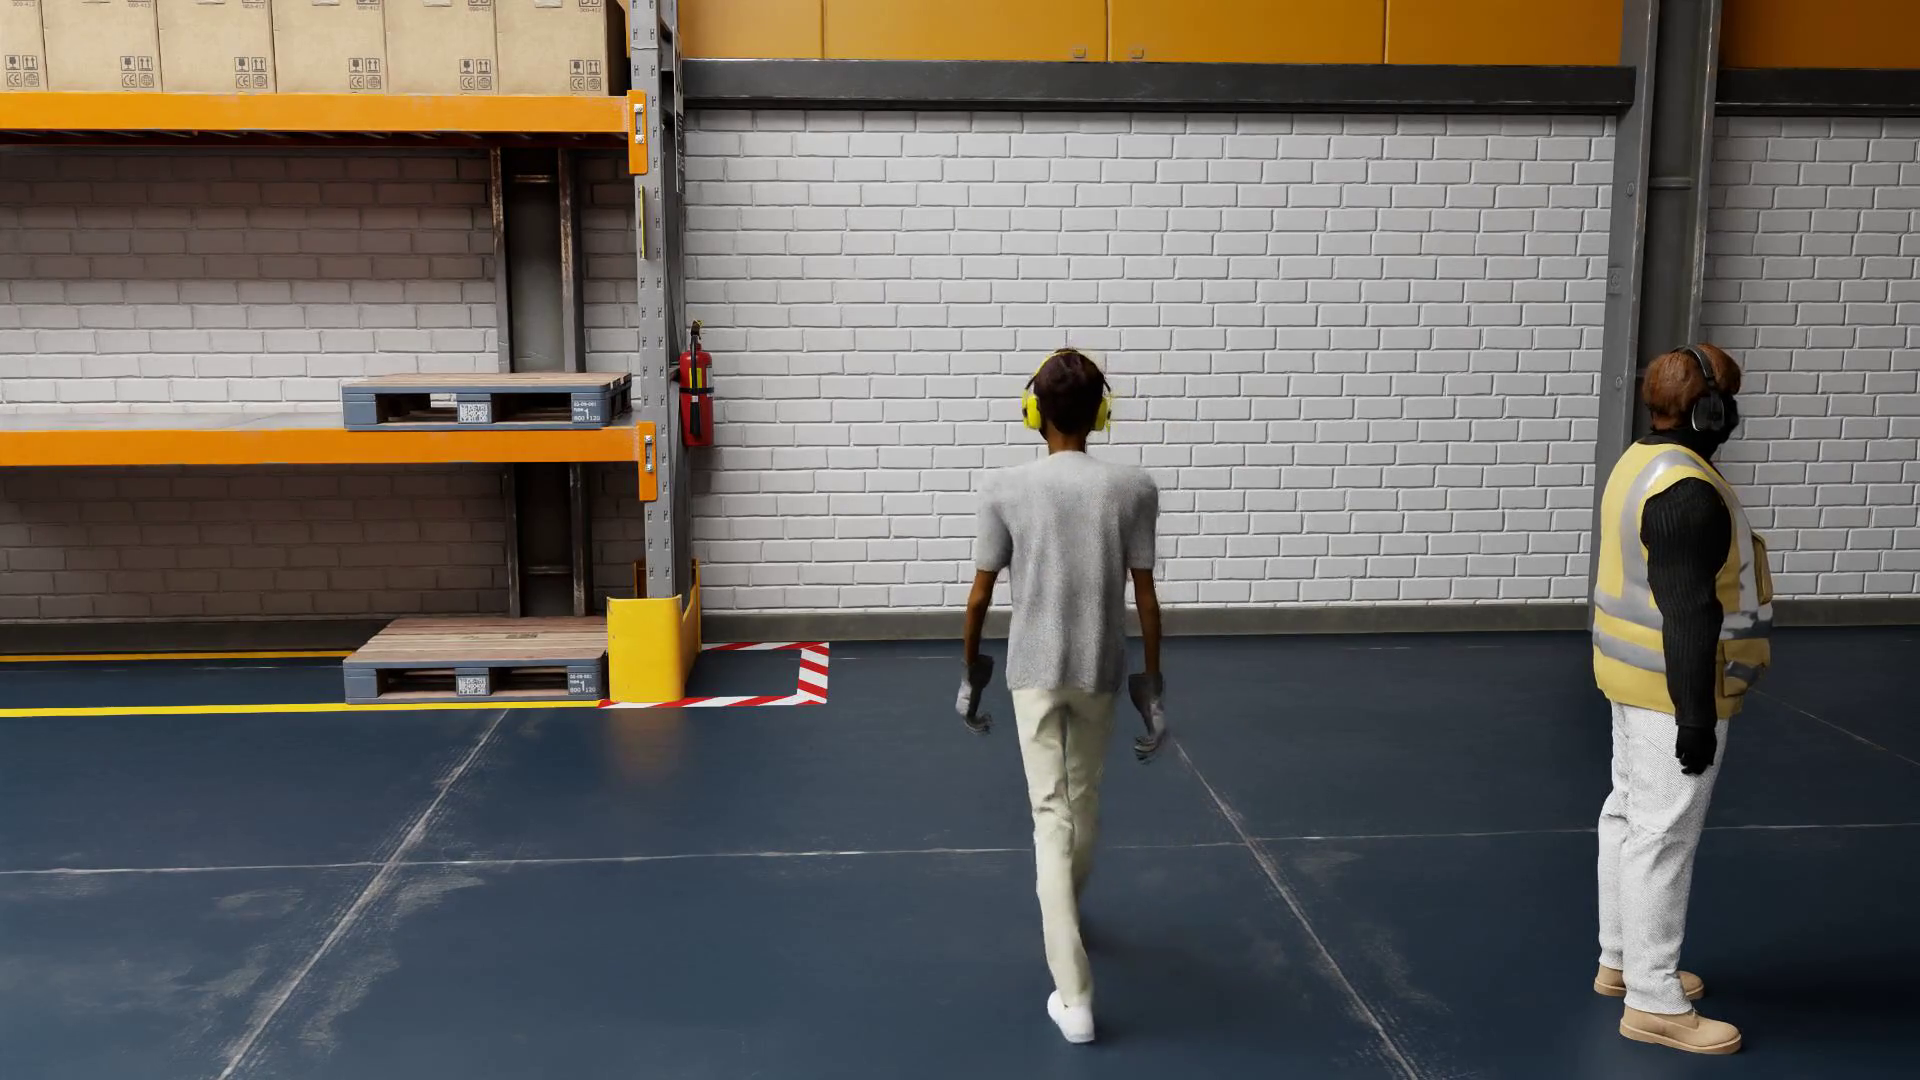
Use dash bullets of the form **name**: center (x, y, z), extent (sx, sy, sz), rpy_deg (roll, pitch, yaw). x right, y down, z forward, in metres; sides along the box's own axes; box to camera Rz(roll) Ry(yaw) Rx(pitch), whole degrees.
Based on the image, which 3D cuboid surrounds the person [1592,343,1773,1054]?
- **person**: center (1.910, 0.406, 4.430), extent (0.429, 1.847, 0.624), rpy_deg (2, 9, 10)

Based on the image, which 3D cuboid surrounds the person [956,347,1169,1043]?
- **person**: center (0.270, 0.380, 4.662), extent (0.551, 1.817, 0.963), rpy_deg (-1, 9, -8)
